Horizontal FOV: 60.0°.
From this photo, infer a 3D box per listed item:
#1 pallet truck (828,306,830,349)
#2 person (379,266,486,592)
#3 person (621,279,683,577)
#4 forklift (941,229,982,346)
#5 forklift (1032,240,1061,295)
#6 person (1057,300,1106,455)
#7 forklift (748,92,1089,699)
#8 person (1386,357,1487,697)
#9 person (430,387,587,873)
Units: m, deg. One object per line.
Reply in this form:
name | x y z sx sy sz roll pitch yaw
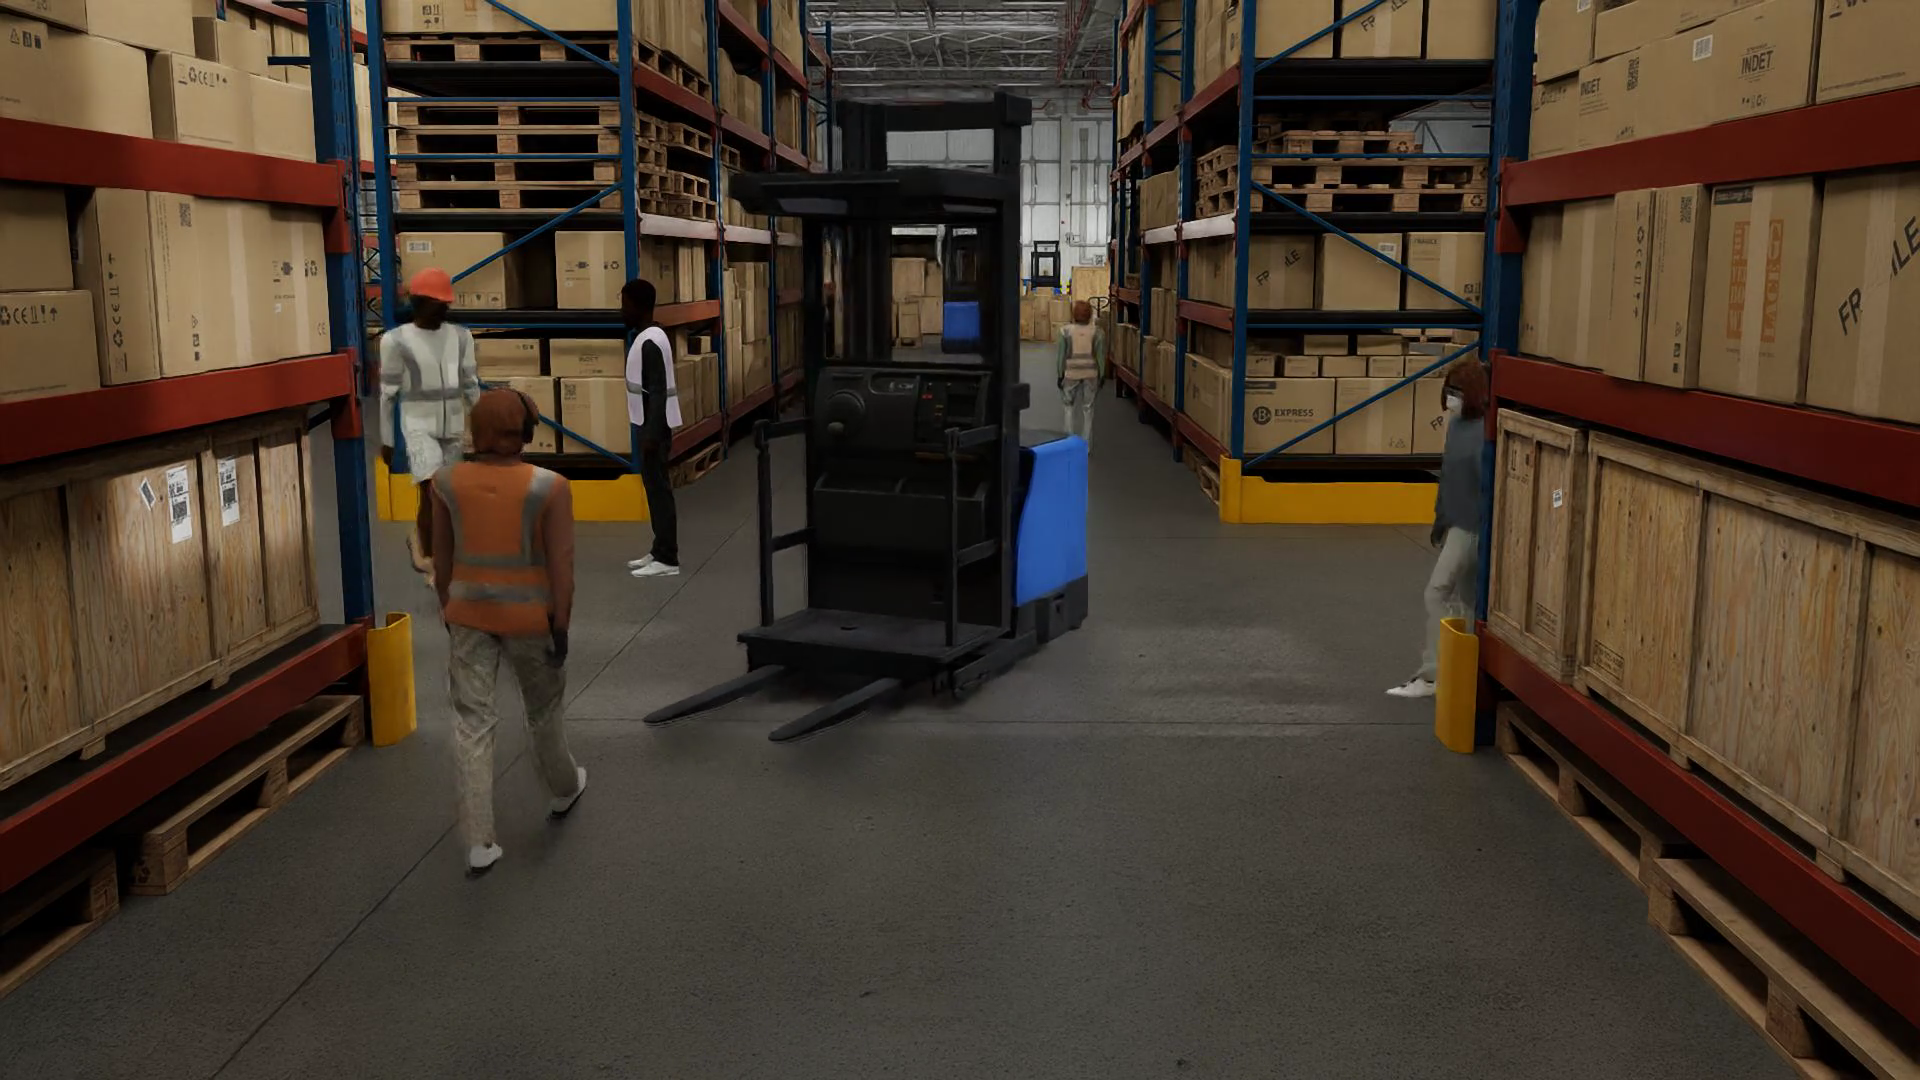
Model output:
pallet truck | -3.100 -3.940 29.800 1.885 1.965 0.823 3 10 19
person | -3.367 -0.717 10.497 0.919 2.015 0.600 9 13 44
person | -1.986 -0.722 10.766 0.373 1.915 0.594 -2 10 -13
forklift | 0.124 -6.117 40.203 1.129 2.768 1.873 0 9 1
forklift | 3.172 -9.648 61.356 1.129 2.768 1.873 0 9 1
person | 1.281 -1.715 17.612 0.530 1.620 0.629 0 9 0
forklift | -0.127 -0.811 8.419 1.129 2.768 1.873 4 10 25
person | 2.415 -0.049 7.696 0.764 1.601 0.494 0 9 3
person | -1.552 0.276 5.732 0.527 1.592 0.849 0 9 2
